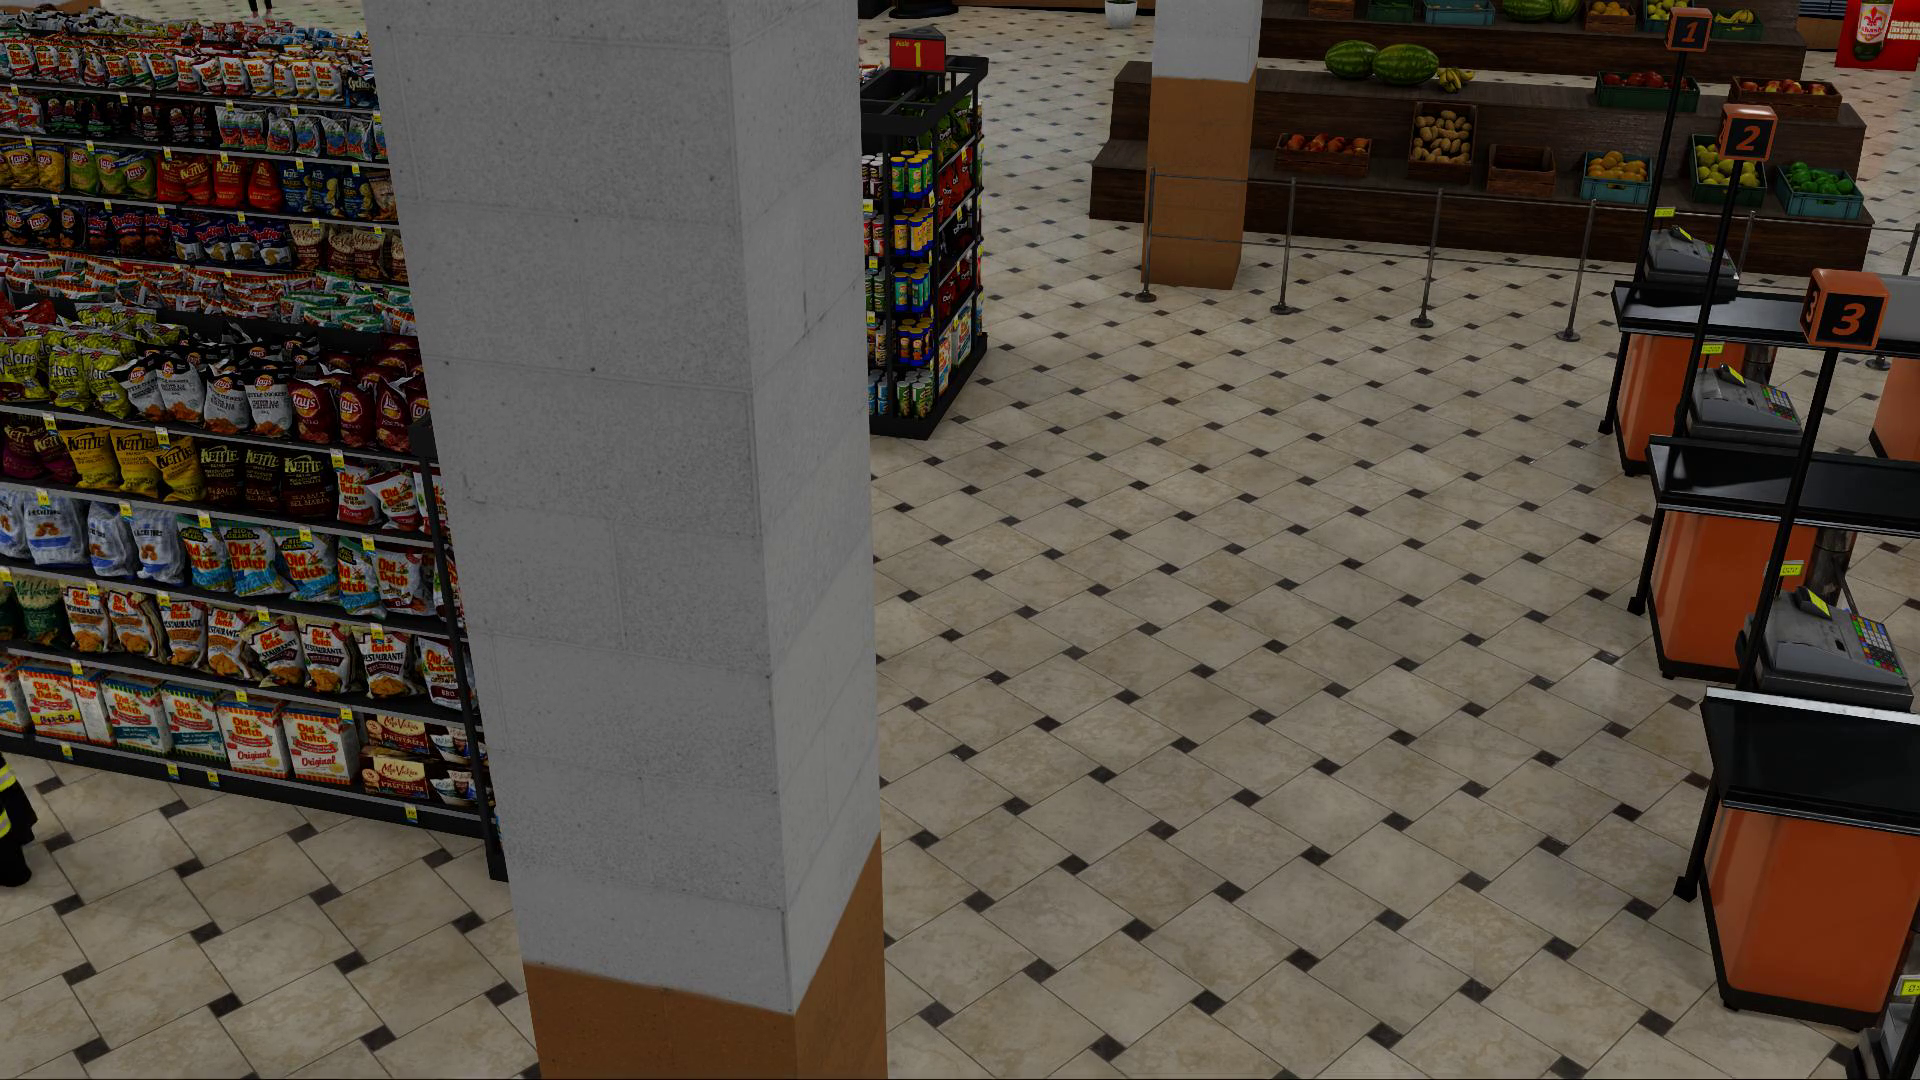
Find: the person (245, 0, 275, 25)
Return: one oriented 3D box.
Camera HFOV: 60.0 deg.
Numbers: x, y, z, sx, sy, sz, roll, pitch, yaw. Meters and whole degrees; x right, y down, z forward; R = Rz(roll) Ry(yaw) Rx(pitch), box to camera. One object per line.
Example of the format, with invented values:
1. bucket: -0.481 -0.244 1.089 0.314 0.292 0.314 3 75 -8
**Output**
1. person: -8.926 -7.359 20.814 0.615 1.703 0.667 18 34 30
